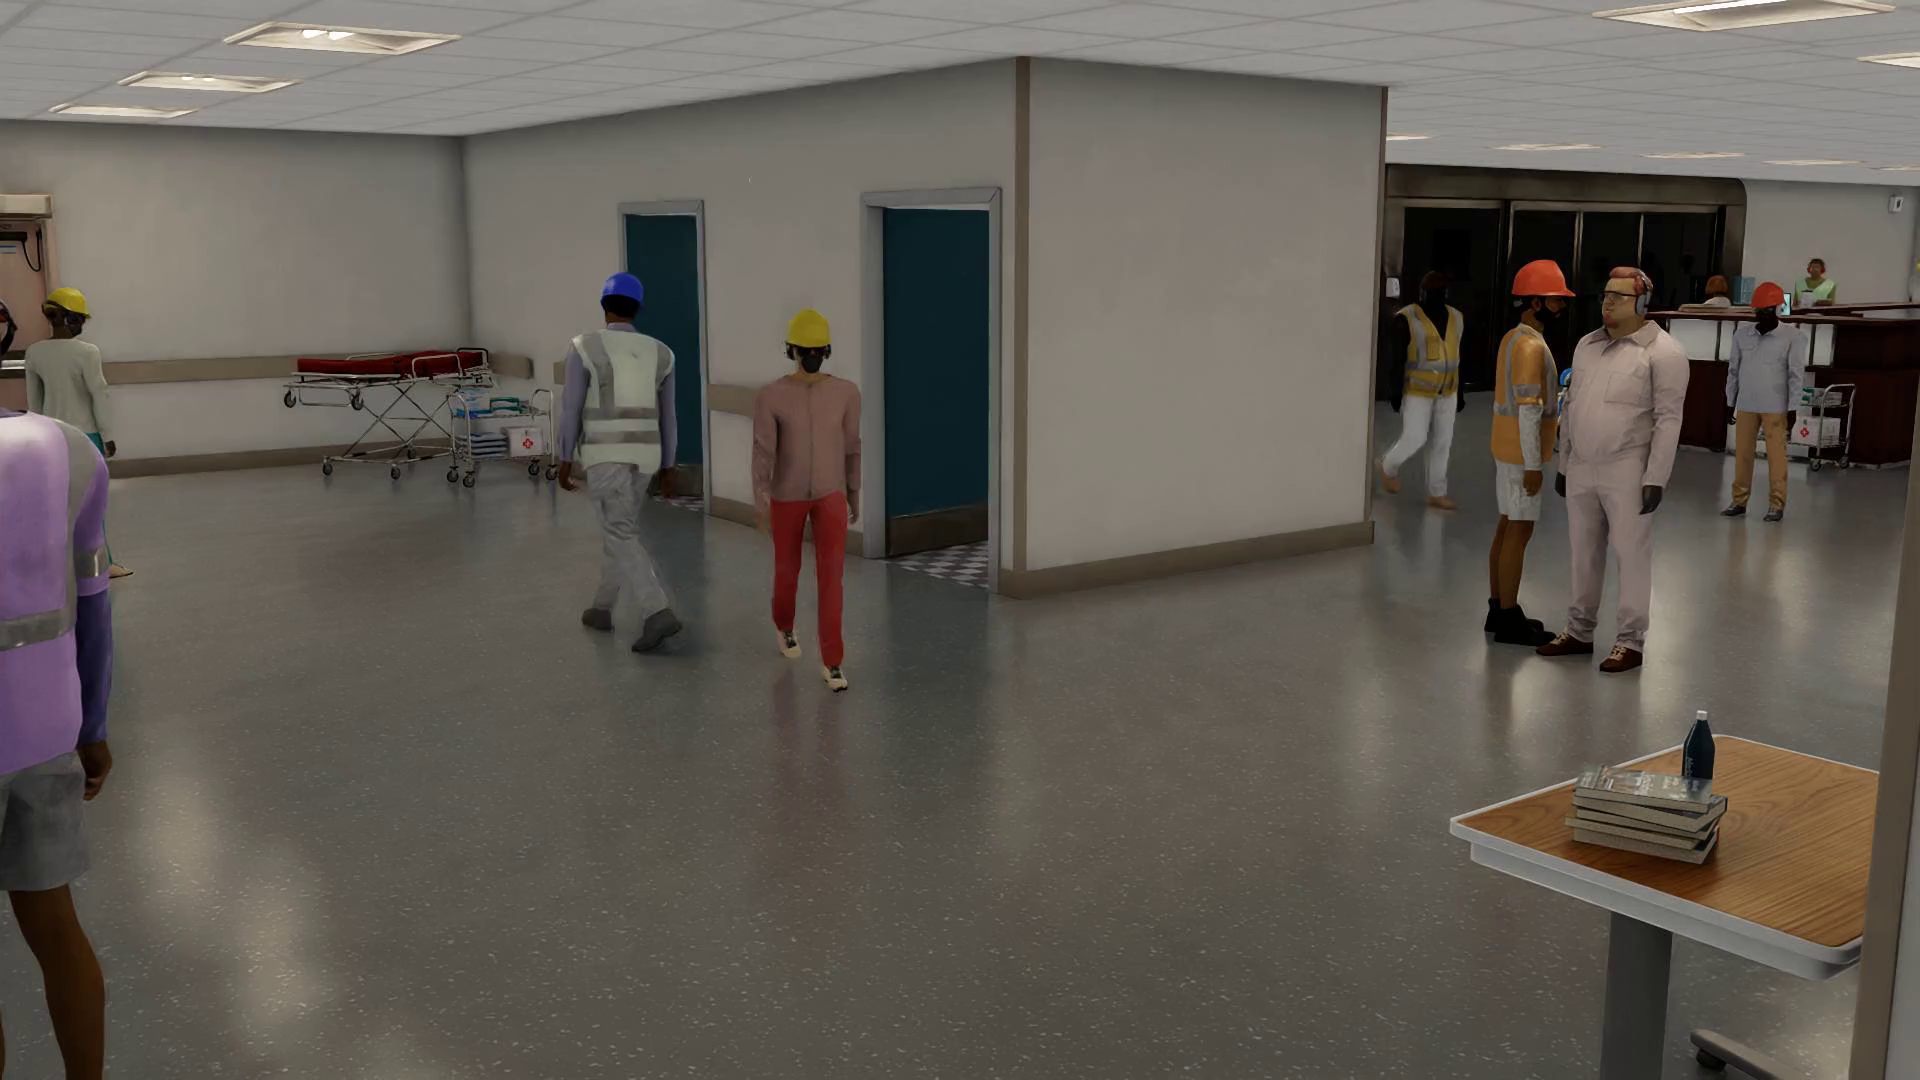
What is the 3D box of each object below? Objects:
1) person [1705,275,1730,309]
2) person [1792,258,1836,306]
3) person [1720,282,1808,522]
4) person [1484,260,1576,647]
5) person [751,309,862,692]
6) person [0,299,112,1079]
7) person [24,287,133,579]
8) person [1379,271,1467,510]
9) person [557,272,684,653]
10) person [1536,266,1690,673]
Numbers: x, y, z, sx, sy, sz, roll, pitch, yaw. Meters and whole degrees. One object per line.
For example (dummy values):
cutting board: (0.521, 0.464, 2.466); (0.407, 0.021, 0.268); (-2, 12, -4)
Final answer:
person: (9.180, -2.401, 20.278); (0.507, 1.632, 0.275); (-8, 13, -37)
person: (12.468, -3.206, 24.288); (0.889, 1.819, 0.560); (-8, 13, -39)
person: (5.855, -1.005, 12.154); (0.361, 1.742, 0.563); (-8, 13, -37)
person: (2.880, -0.440, 8.435); (0.358, 1.938, 0.542); (2, 10, 9)
person: (-0.727, -0.221, 7.795); (0.534, 1.729, 0.863); (-3, 11, -16)
person: (-2.036, 0.410, 3.441); (0.409, 2.028, 0.618); (4, 11, 19)
person: (-5.319, -0.630, 10.006); (0.523, 1.759, 0.332); (2, 10, 12)
person: (3.556, -1.151, 12.782); (0.642, 1.823, 0.626); (-4, 11, -19)
person: (-1.664, -0.405, 8.421); (0.974, 1.880, 0.614); (10, 14, 44)
person: (3.101, -0.337, 7.936); (0.411, 1.913, 0.643); (-6, 12, -29)
